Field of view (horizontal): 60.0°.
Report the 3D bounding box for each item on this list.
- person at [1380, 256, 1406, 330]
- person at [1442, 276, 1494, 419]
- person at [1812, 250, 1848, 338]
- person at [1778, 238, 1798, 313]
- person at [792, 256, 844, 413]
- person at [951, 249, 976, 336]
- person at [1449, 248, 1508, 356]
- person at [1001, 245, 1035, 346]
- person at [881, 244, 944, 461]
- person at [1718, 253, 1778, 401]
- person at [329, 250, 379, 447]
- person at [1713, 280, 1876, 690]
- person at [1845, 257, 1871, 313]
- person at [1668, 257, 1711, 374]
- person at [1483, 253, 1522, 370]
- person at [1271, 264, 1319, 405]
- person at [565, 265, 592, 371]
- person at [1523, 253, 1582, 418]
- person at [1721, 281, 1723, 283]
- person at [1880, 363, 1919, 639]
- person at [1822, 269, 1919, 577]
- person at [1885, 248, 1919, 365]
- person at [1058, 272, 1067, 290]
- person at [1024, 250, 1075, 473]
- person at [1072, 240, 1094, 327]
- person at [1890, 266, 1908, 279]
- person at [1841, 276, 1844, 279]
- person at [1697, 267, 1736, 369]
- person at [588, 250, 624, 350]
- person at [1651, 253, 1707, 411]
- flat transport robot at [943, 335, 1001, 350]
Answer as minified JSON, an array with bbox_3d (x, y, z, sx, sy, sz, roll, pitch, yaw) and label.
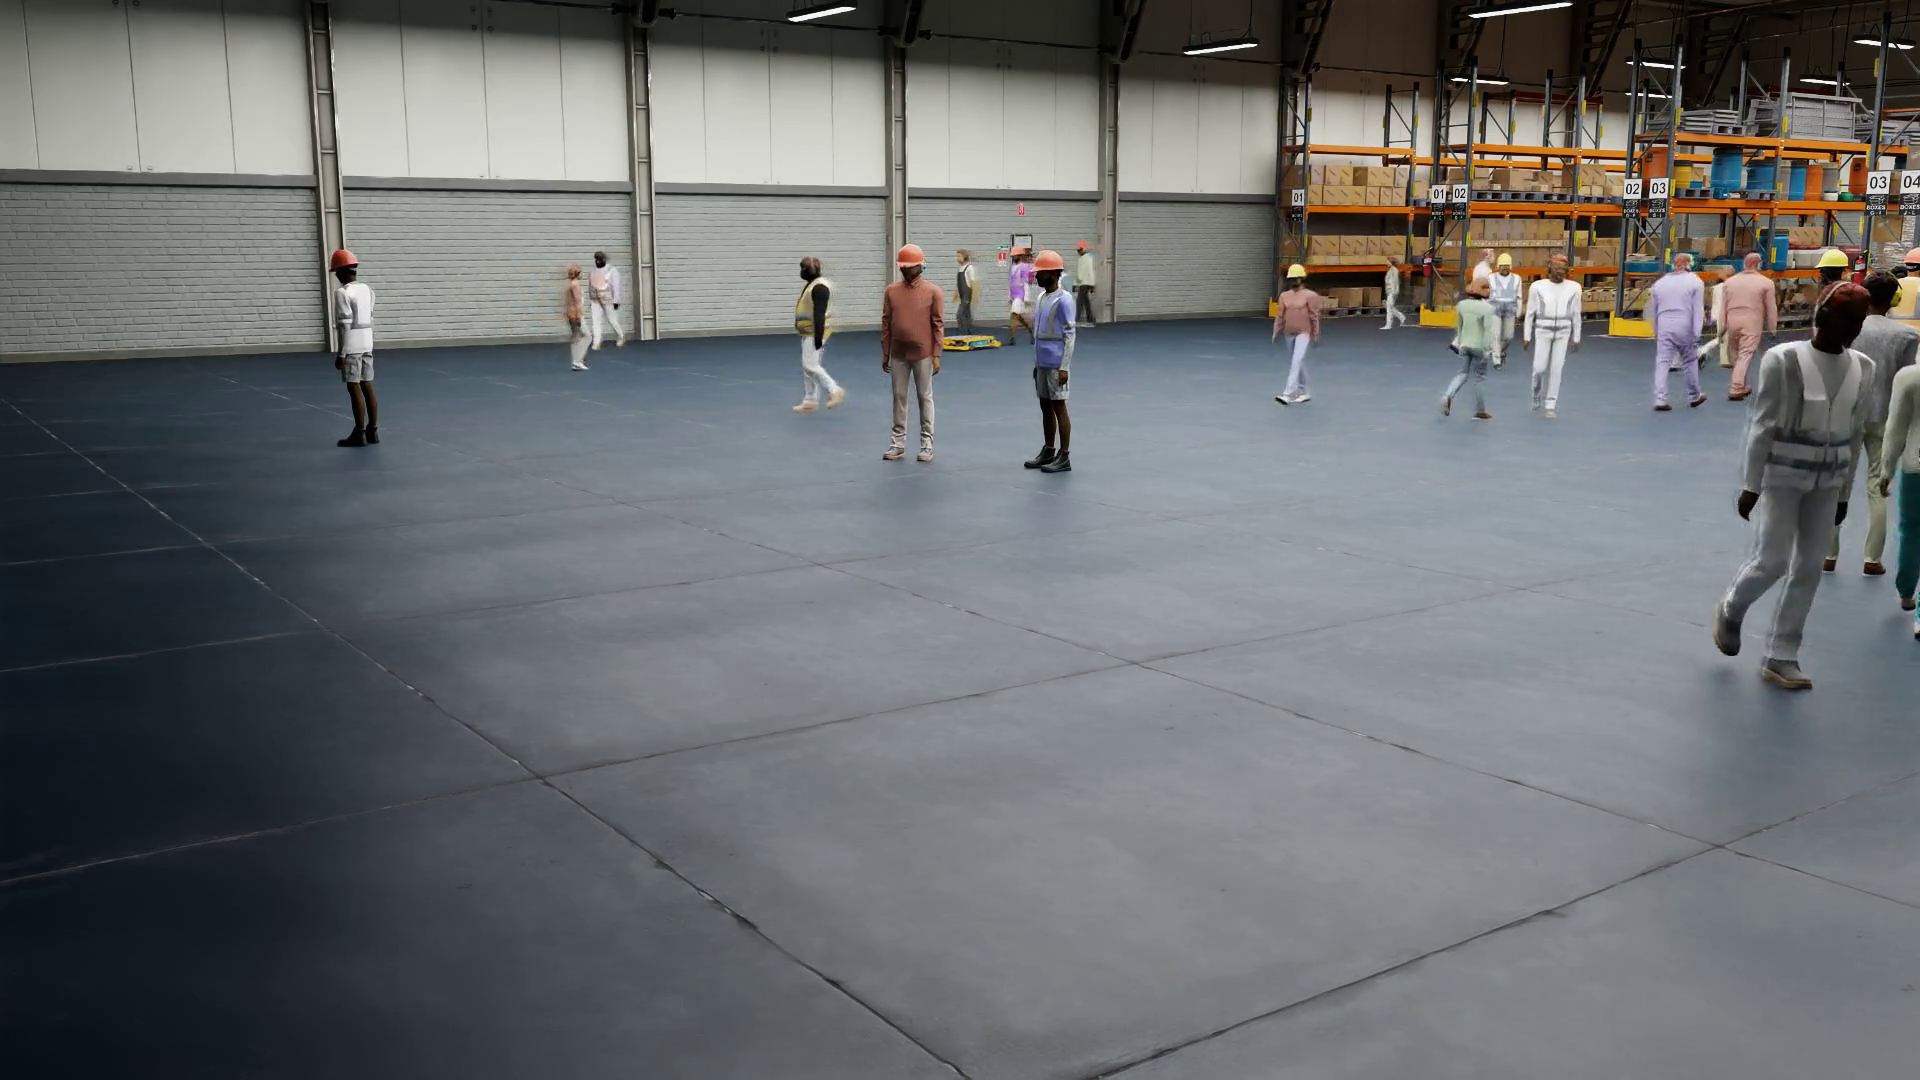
[{"bbox_3d":[9.631,-5.464,36.851,0.532,1.626,0.522,0,10,-1],"label":"person"},{"bbox_3d":[5.751,-2.152,18.700,0.619,1.615,0.510,-7,13,-35],"label":"person"},{"bbox_3d":[8.651,-1.918,16.583,0.363,1.927,0.587,2,10,9],"label":"person"},{"bbox_3d":[22.248,-7.086,44.643,0.445,2.028,0.617,-8,13,-38],"label":"person"},{"bbox_3d":[-1.701,-2.393,19.450,0.484,1.831,0.652,-3,11,-17],"label":"person"},{"bbox_3d":[0.004,-4.630,31.750,0.774,1.815,0.547,-5,11,-24],"label":"person"},{"bbox_3d":[9.007,-4.117,28.820,0.933,1.874,0.651,1,10,4],"label":"person"},{"bbox_3d":[1.164,-4.635,31.541,0.866,1.913,0.552,-5,12,-27],"label":"person"},{"bbox_3d":[-0.449,-1.721,15.333,0.608,1.990,0.385,4,11,20],"label":"person"},{"bbox_3d":[9.995,-2.700,21.098,1.025,1.850,0.663,-9,14,-40],"label":"person"},{"bbox_3d":[-5.981,-1.882,16.378,0.366,1.931,0.542,2,11,11],"label":"person"},{"bbox_3d":[3.860,-0.266,7.697,0.615,1.864,0.552,-1,10,-6],"label":"person"},{"bbox_3d":[17.594,-4.728,32.634,0.556,1.682,0.545,-9,14,-40],"label":"person"},{"bbox_3d":[10.925,-3.391,24.973,0.583,1.813,0.599,7,13,35],"label":"person"},{"bbox_3d":[8.415,-3.552,25.857,0.599,1.813,0.582,1,10,6],"label":"person"},{"bbox_3d":[4.118,-2.520,20.476,0.544,1.715,0.919,10,14,44],"label":"person"},{"bbox_3d":[-5.852,-3.404,25.518,0.389,1.625,0.548,-4,11,-22],"label":"person"},{"bbox_3d":[6.737,-2.314,18.913,0.607,1.870,0.421,2,11,10],"label":"person"},{"bbox_3d":[22.072,-7.568,47.754,0.975,1.869,0.645,-2,10,-10],"label":"person"},{"bbox_3d":[5.120,-0.372,8.695,0.517,1.714,0.938,7,13,34],"label":"person"},{"bbox_3d":[5.496,-0.702,10.112,0.513,1.861,0.314,5,11,24],"label":"person"},{"bbox_3d":[10.400,-2.224,18.235,0.373,1.934,0.551,-7,13,-35],"label":"person"},{"bbox_3d":[1.959,-4.800,33.234,0.692,1.613,0.526,-9,14,-40],"label":"person"},{"bbox_3d":[0.781,-1.559,14.590,0.368,1.935,0.552,-5,11,-26],"label":"person"},{"bbox_3d":[2.698,-5.809,37.814,0.884,1.958,0.648,-4,11,-22],"label":"person"},{"bbox_3d":[11.613,-2.553,20.693,0.536,1.696,0.322,2,11,10],"label":"person"},{"bbox_3d":[24.172,-7.199,45.837,0.971,1.827,0.532,-9,13,-39],"label":"person"},{"bbox_3d":[11.793,-3.449,25.868,0.718,1.598,0.493,0,10,0],"label":"person"},{"bbox_3d":[-6.540,-4.425,30.661,0.633,1.814,0.850,3,11,16],"label":"person"},{"bbox_3d":[8.604,-2.478,19.853,0.997,1.850,0.656,-10,14,-43],"label":"person"},{"bbox_3d":[0.106,-3.622,30.467,0.652,0.197,1.431,6,12,31],"label":"flat transport robot"}]
